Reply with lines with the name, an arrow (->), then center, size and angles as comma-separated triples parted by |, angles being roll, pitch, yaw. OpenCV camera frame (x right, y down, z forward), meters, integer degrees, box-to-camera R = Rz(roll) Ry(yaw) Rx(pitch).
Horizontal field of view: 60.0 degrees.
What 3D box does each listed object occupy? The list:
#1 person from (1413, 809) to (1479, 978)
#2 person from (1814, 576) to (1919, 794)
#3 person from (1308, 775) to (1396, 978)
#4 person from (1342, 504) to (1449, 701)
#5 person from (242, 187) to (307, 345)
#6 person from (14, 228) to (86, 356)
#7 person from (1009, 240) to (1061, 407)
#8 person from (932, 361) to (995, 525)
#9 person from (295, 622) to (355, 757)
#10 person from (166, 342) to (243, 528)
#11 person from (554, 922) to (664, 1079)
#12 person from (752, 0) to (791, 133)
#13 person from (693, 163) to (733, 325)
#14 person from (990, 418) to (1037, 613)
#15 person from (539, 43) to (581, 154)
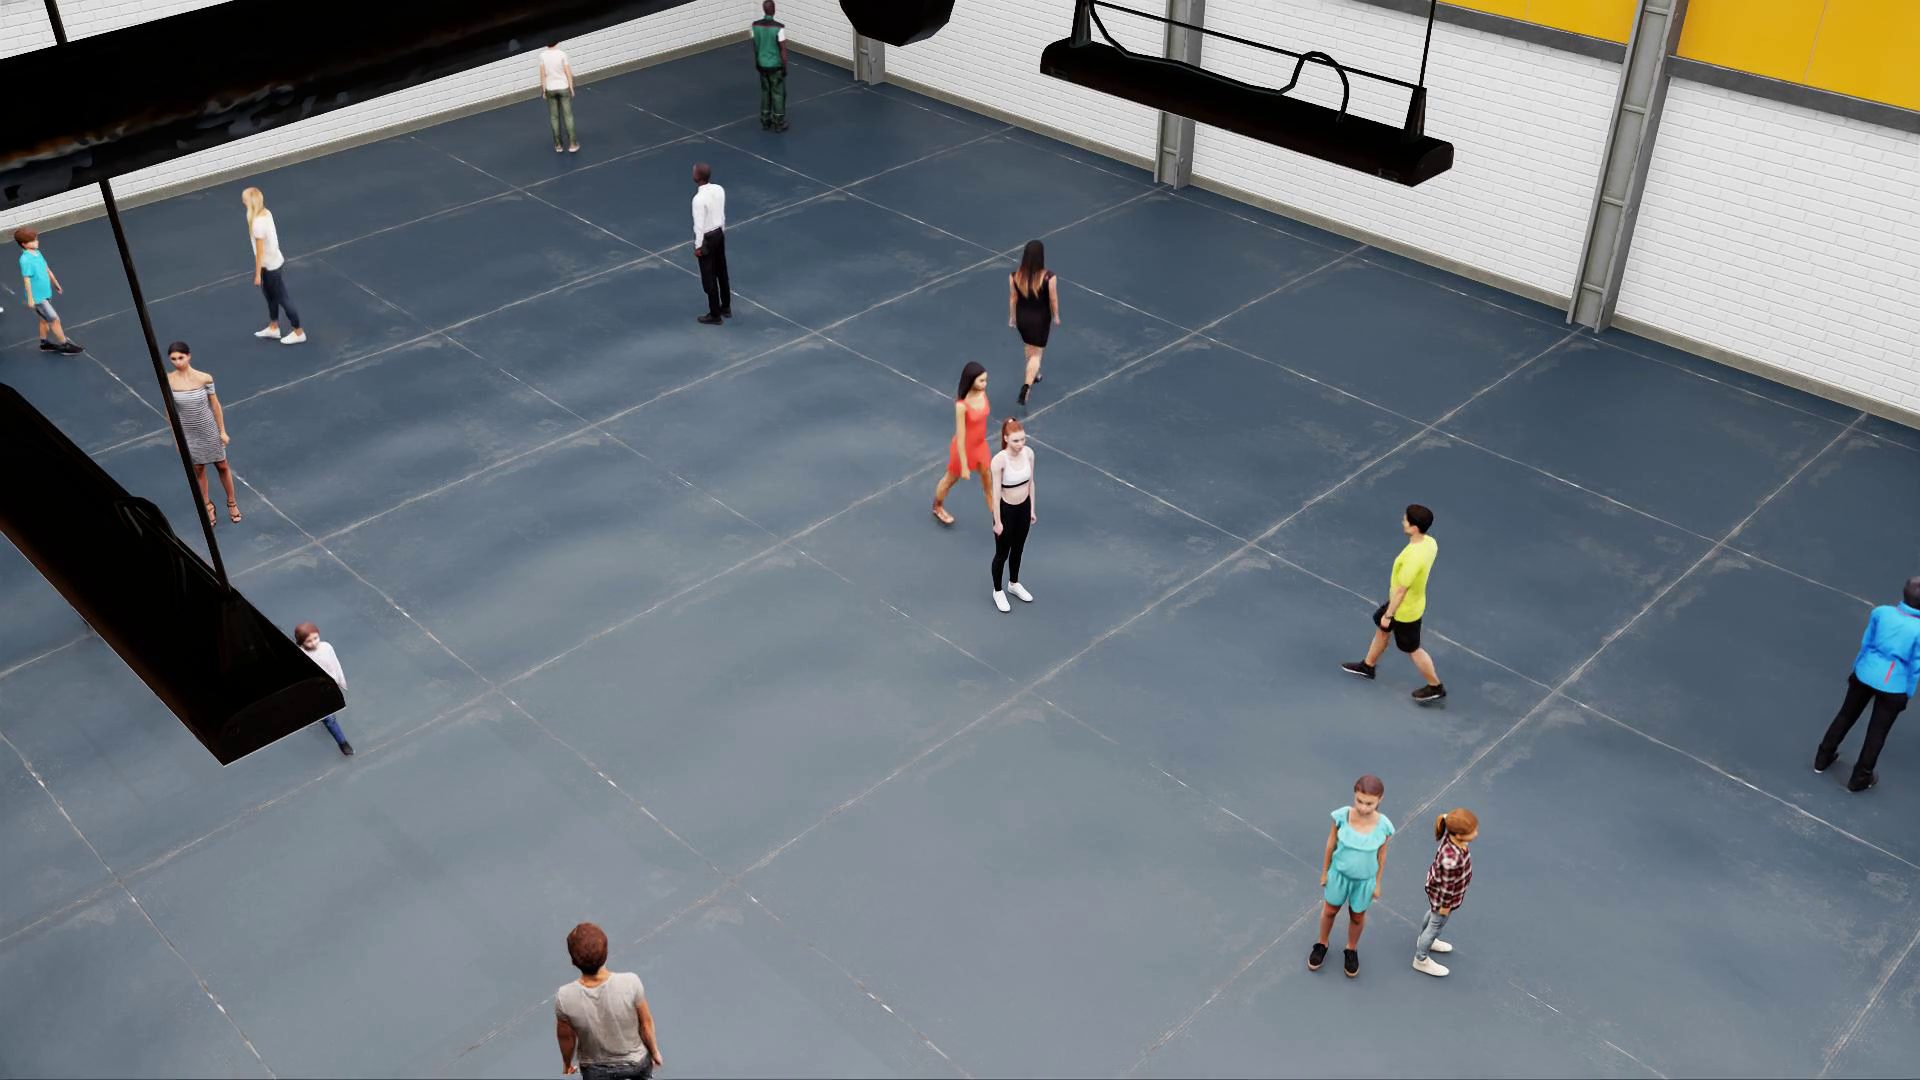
person -> 3.072, 2.207, 10.567 | 0.607, 1.303, 0.594 | 12, 35, 17
person -> 6.575, 1.026, 11.904 | 0.690, 1.792, 0.521 | -22, 39, -30
person -> 2.479, 2.100, 10.498 | 0.606, 1.558, 0.697 | 10, 35, 15
person -> 3.515, 0.518, 12.777 | 1.174, 1.670, 0.902 | 13, 36, 19
person -> -7.302, -2.939, 17.864 | 0.911, 1.797, 0.868 | -6, 34, -9
person -> -9.896, -2.638, 17.743 | 0.844, 1.430, 0.797 | -2, 34, -3
person -> 0.725, -2.150, 16.782 | 1.090, 1.681, 0.963 | 13, 36, 19
person -> 0.004, -0.794, 14.764 | 1.224, 1.657, 0.805 | 21, 39, 28
person -> -4.804, 1.061, 12.487 | 0.769, 1.087, 0.460 | 27, 42, 35
person -> -6.775, -0.947, 14.845 | 0.676, 1.822, 0.677 | -10, 35, -14
person -> -1.881, 2.865, 9.052 | 0.831, 1.886, 0.858 | -8, 34, -12
person -> -2.670, -6.687, 23.470 | 0.670, 1.834, 0.811 | 15, 37, 22
person -> -2.749, -3.277, 18.337 | 0.635, 1.836, 0.694 | 17, 37, 24
person -> 0.427, -0.226, 13.833 | 0.616, 1.742, 0.569 | -22, 39, -29
person -> -5.530, -6.173, 22.860 | 0.667, 1.653, 0.711 | -3, 34, -5
